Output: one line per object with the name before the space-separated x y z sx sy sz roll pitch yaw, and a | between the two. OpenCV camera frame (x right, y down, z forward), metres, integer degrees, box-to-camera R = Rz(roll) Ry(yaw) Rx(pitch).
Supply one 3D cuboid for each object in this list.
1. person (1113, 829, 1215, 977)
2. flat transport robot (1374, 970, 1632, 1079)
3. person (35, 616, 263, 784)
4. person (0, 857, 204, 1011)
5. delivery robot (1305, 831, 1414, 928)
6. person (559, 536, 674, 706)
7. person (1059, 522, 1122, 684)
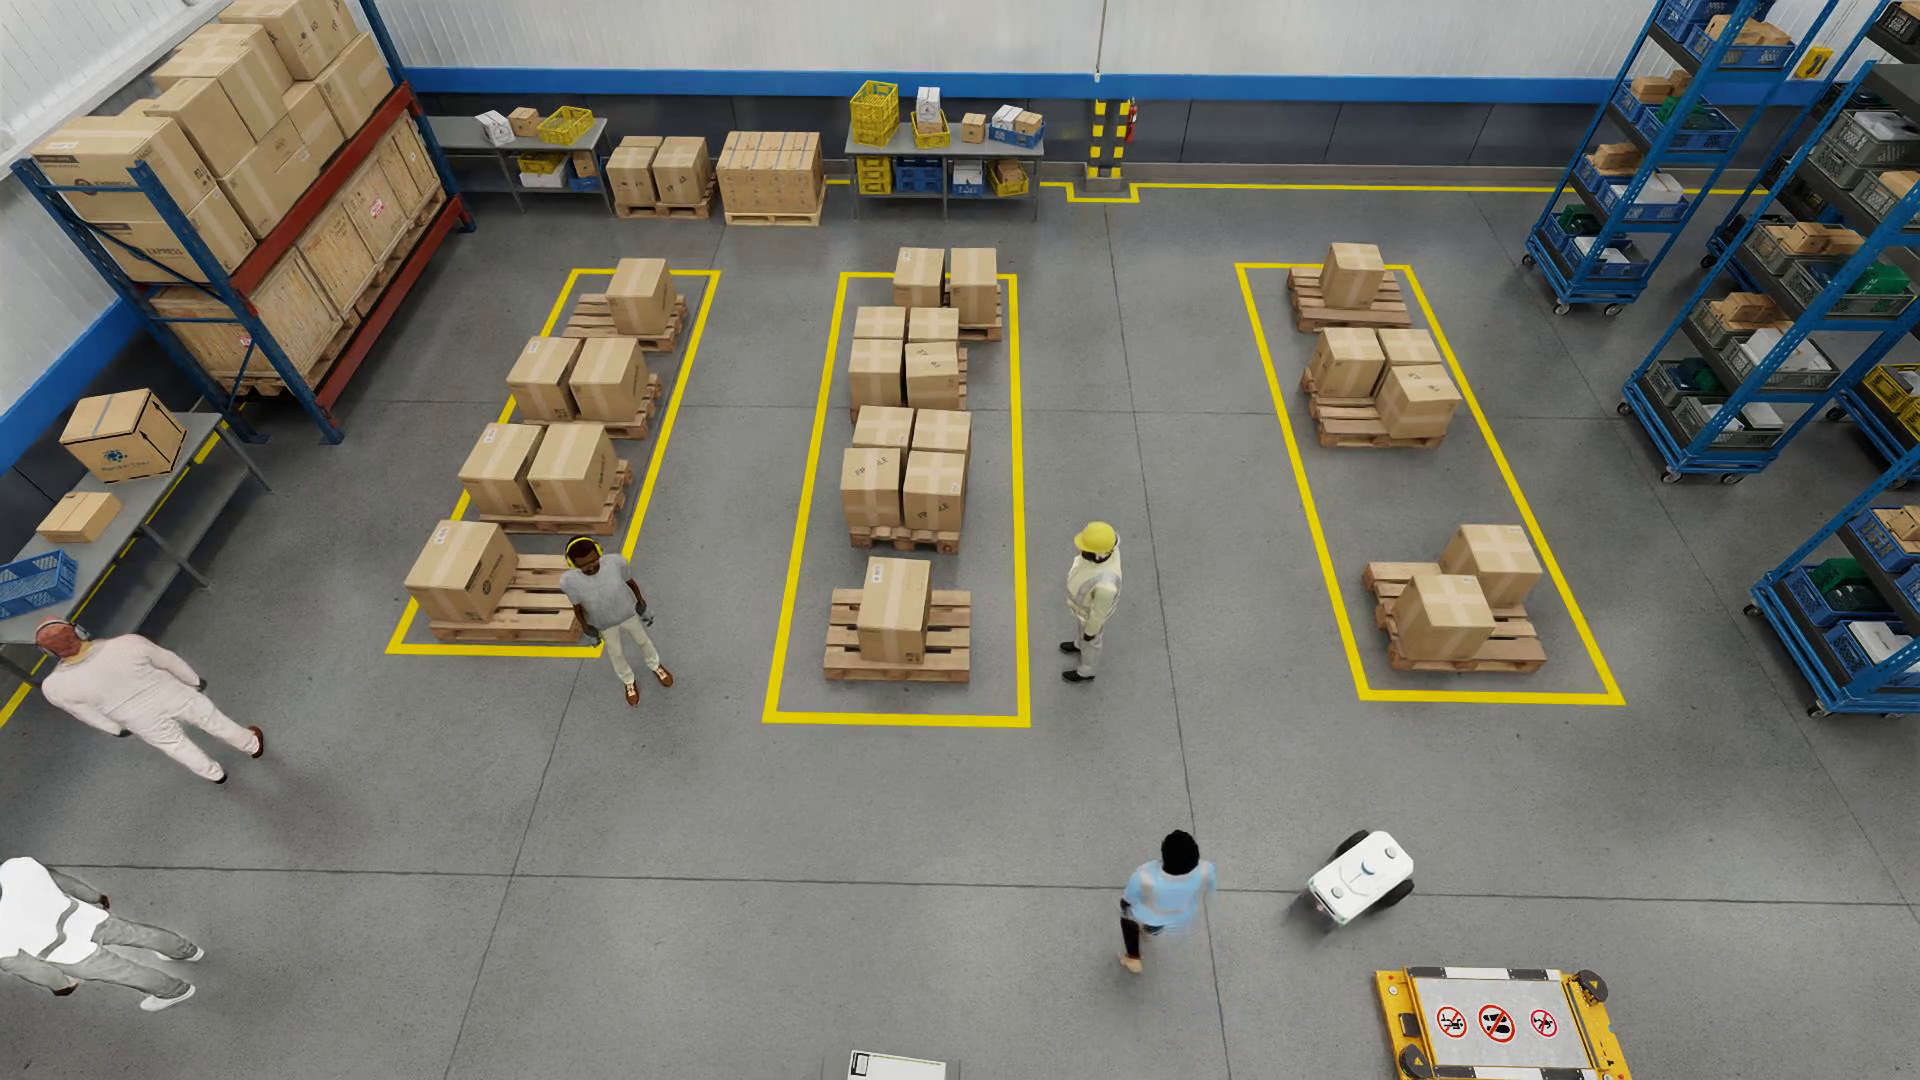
person | 1.248 2.245 5.729 0.553 1.684 0.443 -5 51 -4
flat transport robot | 3.501 3.133 5.914 1.431 0.197 0.652 1 51 1
person | -5.737 1.136 6.498 0.406 1.903 0.639 36 59 26
person | -5.295 2.374 5.478 0.373 1.917 0.595 -9 51 -7
delivery robot | 2.757 2.331 6.327 0.707 0.478 0.477 -25 55 -19
person | -2.602 0.604 6.949 0.516 1.876 0.327 -28 56 -21
person | 1.004 0.485 7.081 0.403 1.824 0.586 2 51 1
